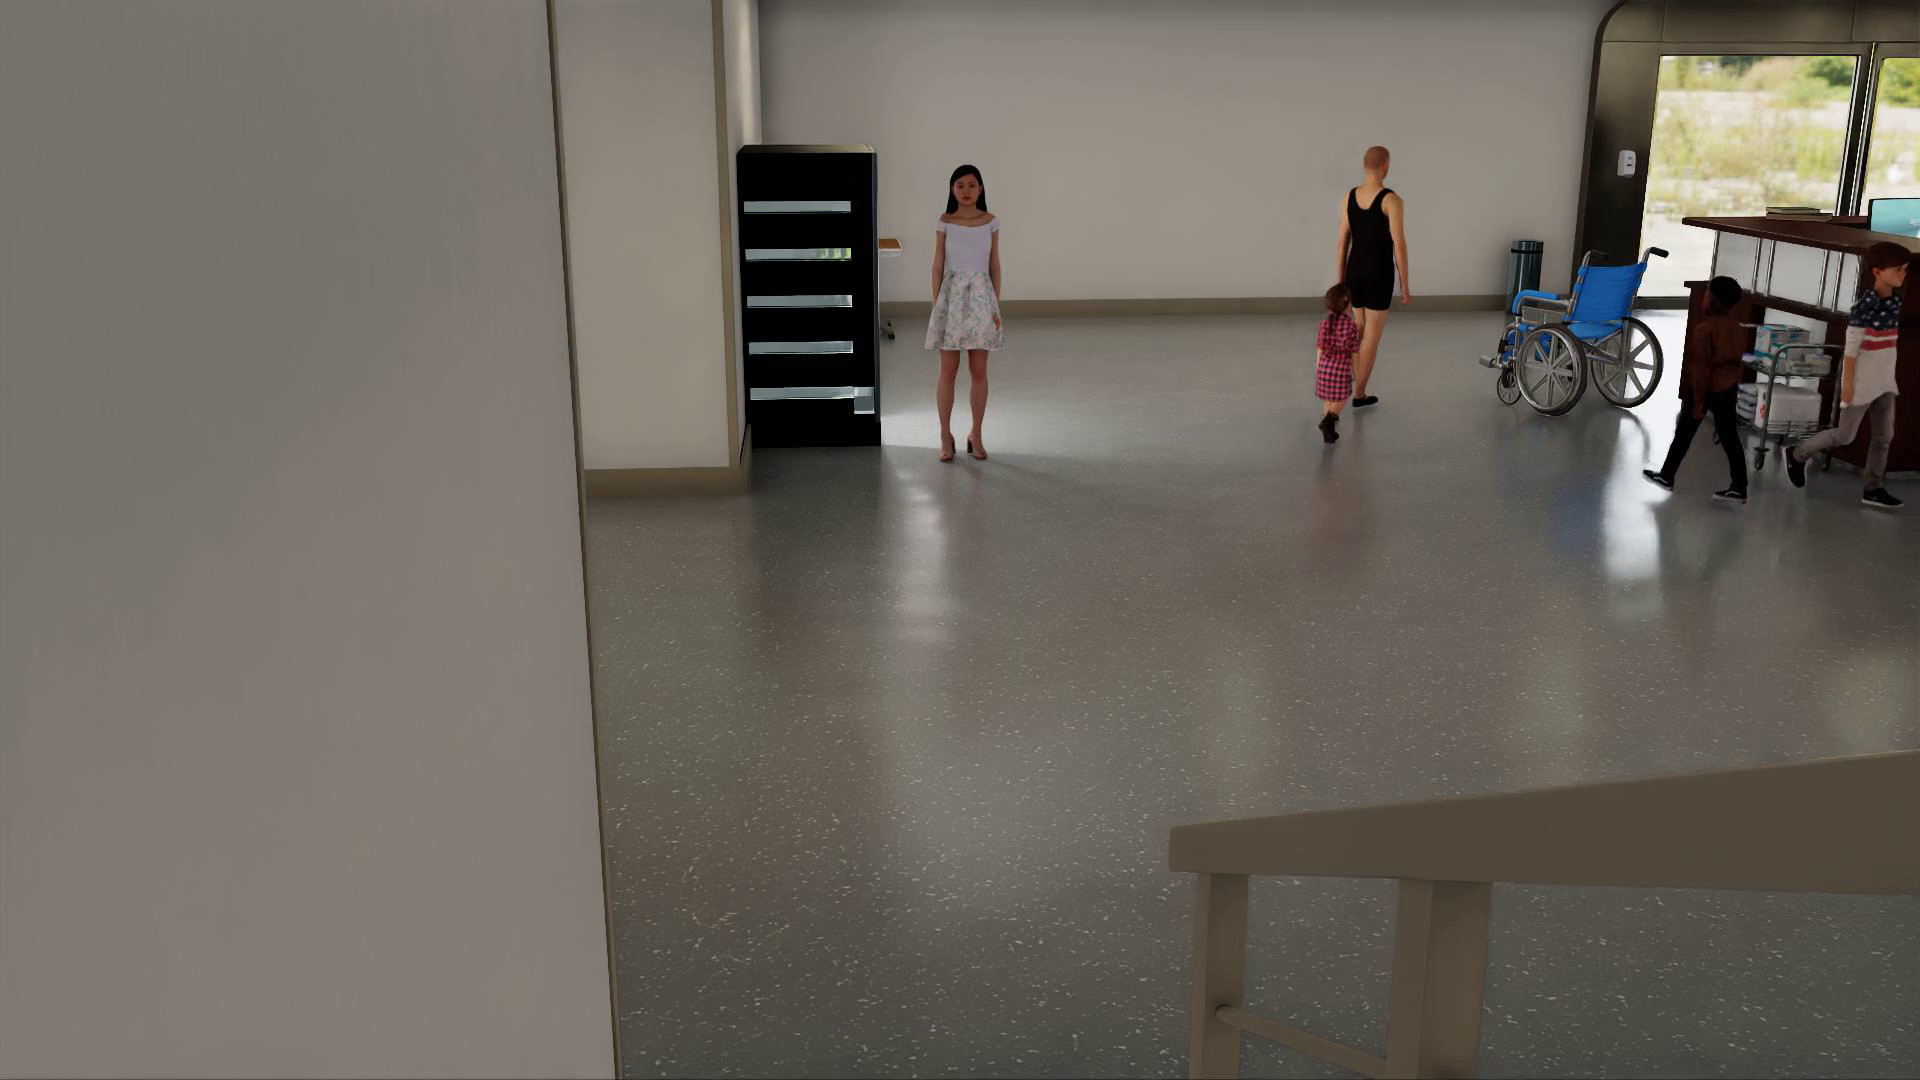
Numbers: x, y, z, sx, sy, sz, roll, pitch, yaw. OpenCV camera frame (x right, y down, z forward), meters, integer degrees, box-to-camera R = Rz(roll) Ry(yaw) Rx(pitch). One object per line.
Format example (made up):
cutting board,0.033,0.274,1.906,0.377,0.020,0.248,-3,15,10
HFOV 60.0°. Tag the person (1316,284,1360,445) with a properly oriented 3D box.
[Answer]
person,2.362,-1.098,10.509,0.581,1.018,0.652,10,19,32

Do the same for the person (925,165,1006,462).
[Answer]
person,0.038,-1.361,10.051,0.647,1.774,0.633,-2,16,-8

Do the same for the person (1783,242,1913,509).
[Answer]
person,4.879,-0.897,9.053,0.745,1.422,0.952,-9,18,-28

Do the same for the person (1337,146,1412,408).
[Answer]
person,2.798,-1.809,11.579,0.860,1.806,0.777,-13,20,-38

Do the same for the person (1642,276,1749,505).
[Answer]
person,4.132,-0.781,9.013,0.711,1.220,0.966,-6,17,-21
